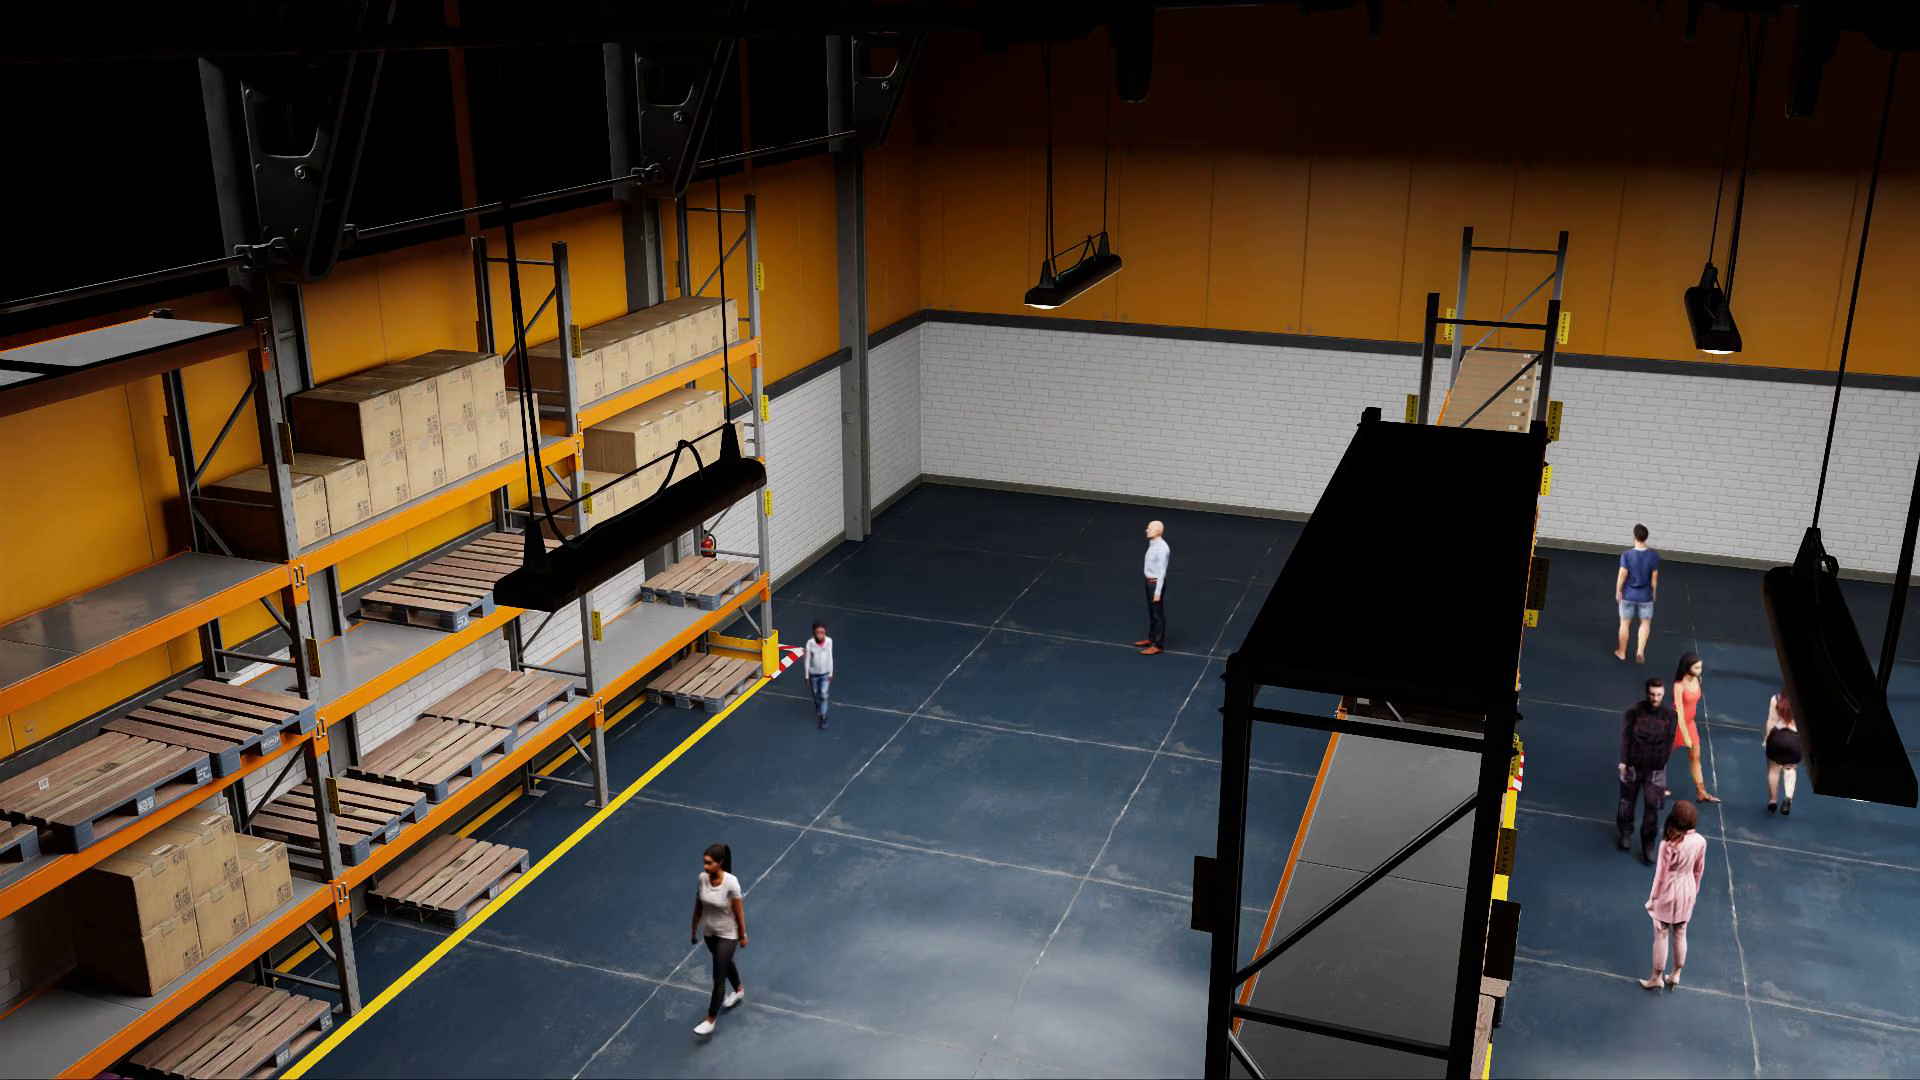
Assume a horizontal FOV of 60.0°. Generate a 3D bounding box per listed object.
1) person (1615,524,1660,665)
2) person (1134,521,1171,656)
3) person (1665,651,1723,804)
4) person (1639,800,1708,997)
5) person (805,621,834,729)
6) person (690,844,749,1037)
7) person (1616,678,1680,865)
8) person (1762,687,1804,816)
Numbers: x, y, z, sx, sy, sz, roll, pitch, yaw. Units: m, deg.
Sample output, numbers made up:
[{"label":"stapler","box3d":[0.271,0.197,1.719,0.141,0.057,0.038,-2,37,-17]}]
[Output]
[{"label":"person","box3d":[8.648,0.722,21.192,0.721,1.834,0.899,4,19,12]},{"label":"person","box3d":[2.534,0.601,21.619,0.791,1.791,0.675,-3,19,-9]},{"label":"person","box3d":[7.560,1.976,17.698,1.028,1.689,0.956,-15,24,-38]},{"label":"person","box3d":[6.131,3.068,14.273,0.692,1.803,0.698,-4,19,-11]},{"label":"person","box3d":[-1.664,1.533,19.706,0.704,1.245,0.941,-1,19,-3]},{"label":"person","box3d":[-1.959,3.266,13.991,0.717,1.608,1.053,11,21,29]},{"label":"person","box3d":[6.831,2.222,16.650,0.689,1.889,0.799,6,20,18]},{"label":"person","box3d":[8.559,2.154,17.250,0.581,1.636,0.775,5,19,15]}]
